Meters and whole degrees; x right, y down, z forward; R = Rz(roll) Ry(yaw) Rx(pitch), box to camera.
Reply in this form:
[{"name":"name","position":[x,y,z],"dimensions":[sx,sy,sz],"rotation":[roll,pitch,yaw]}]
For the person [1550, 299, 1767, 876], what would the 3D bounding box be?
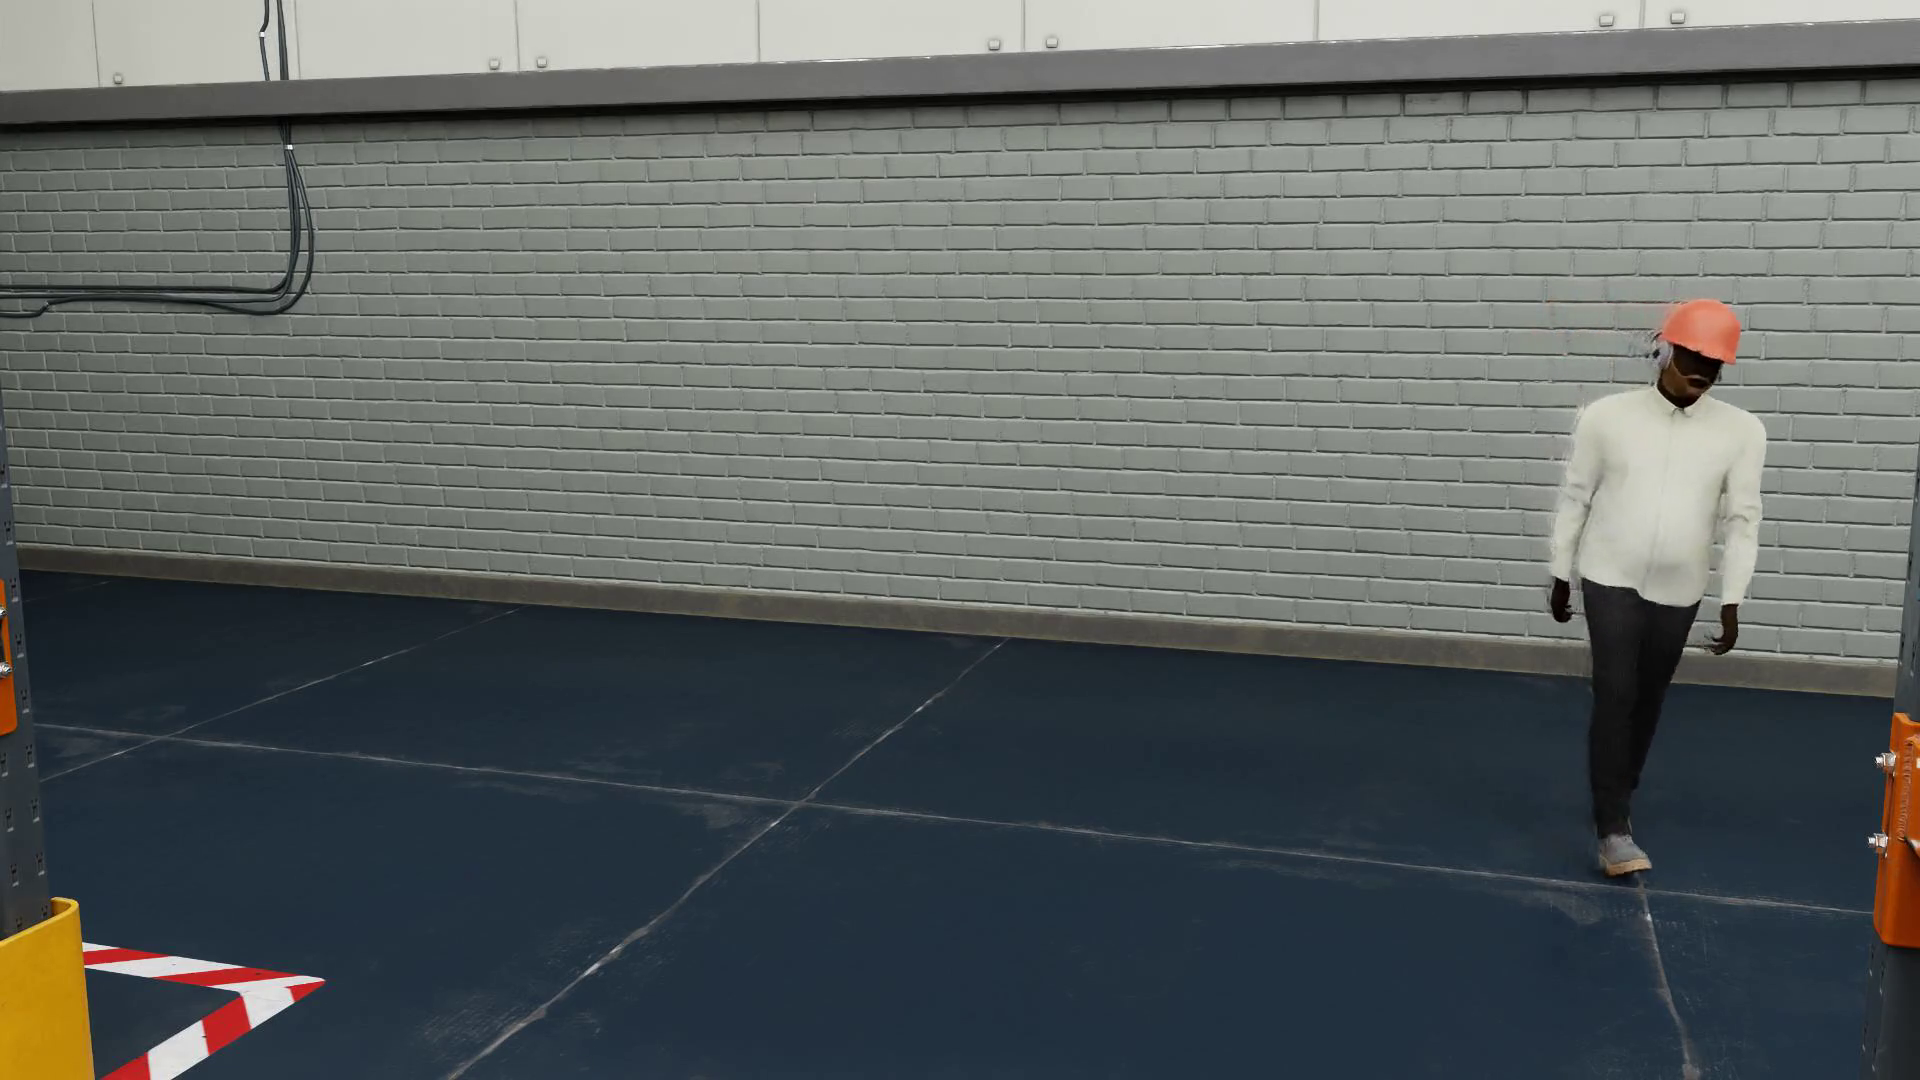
[{"name":"person","position":[2.369,0.157,5.690],"dimensions":[0.641,1.939,0.901],"rotation":[2,10,12]}]
